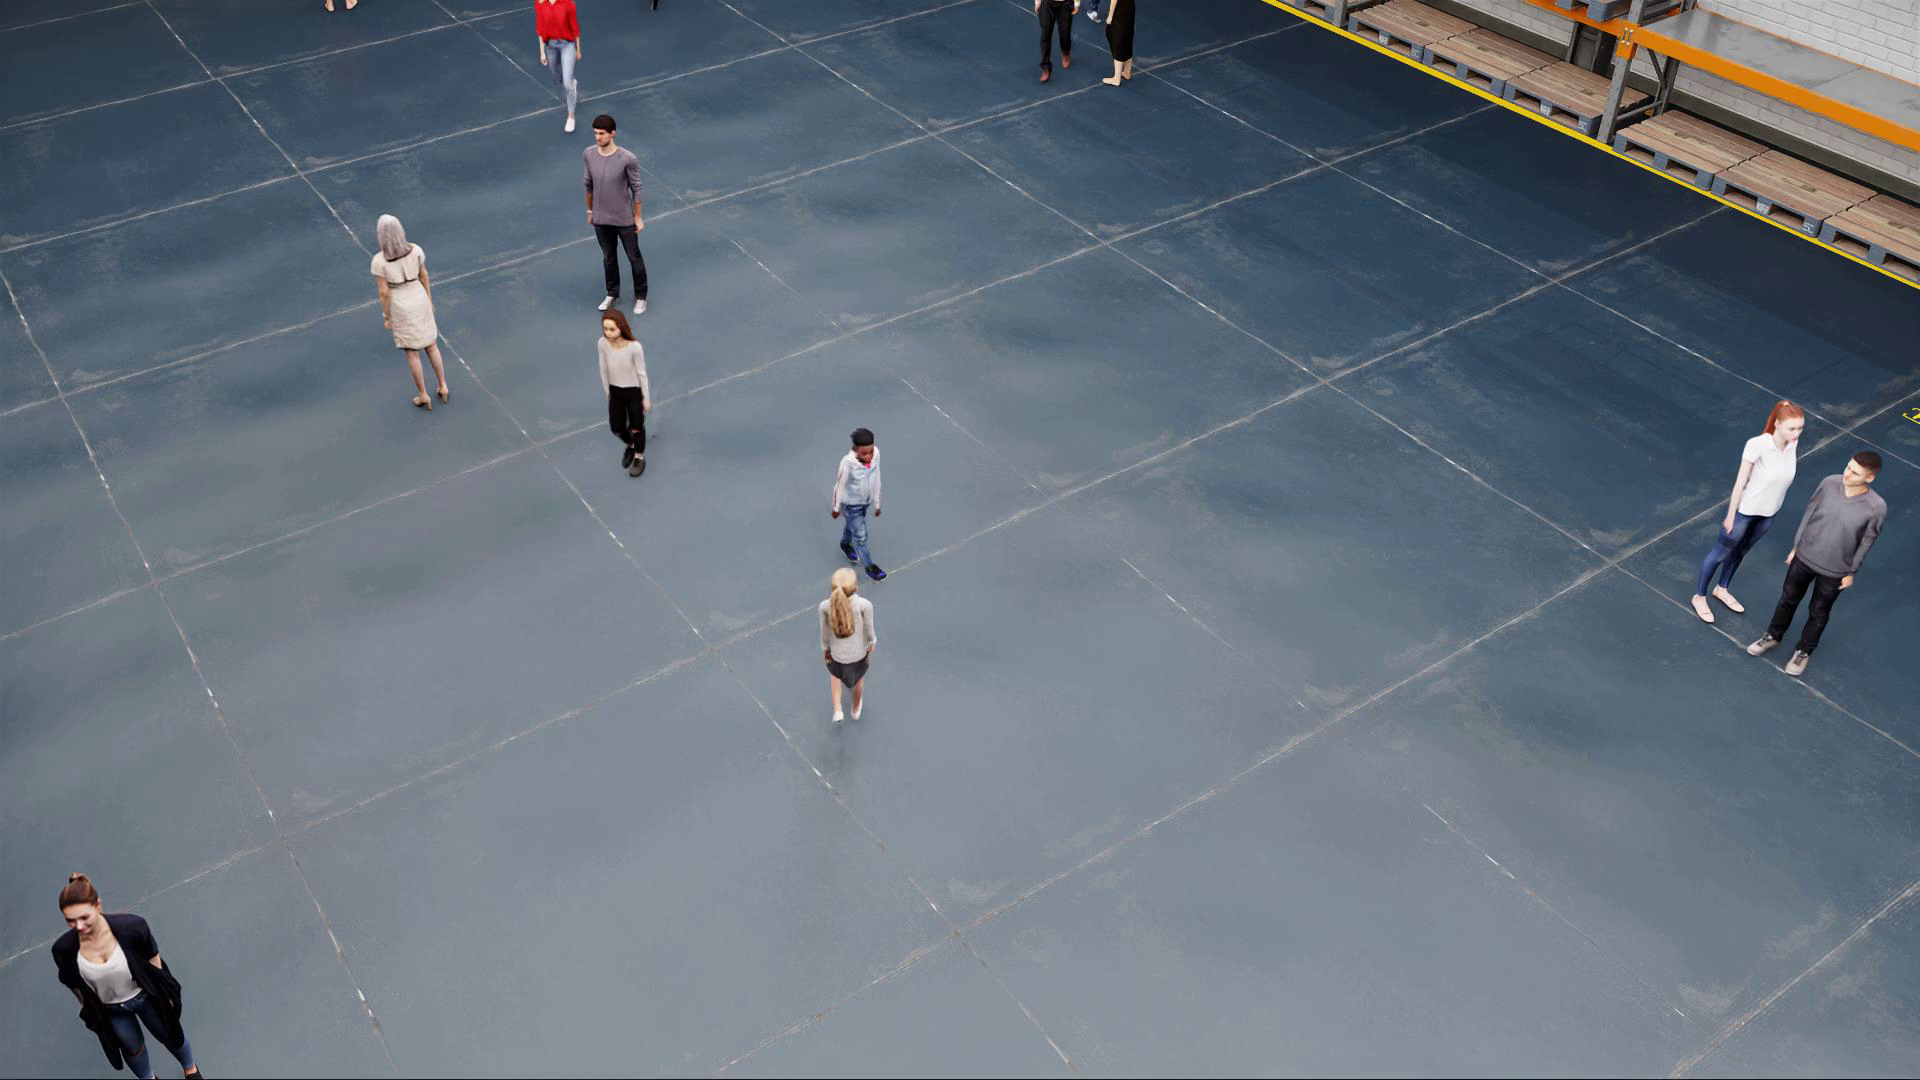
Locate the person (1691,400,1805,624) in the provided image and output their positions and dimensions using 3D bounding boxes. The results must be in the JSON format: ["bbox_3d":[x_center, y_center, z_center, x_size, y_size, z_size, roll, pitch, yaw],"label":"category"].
[{"bbox_3d":[5.450,-0.215,11.474,0.622,1.737,0.610,-12,40,-14],"label":"person"}]

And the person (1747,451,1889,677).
[{"bbox_3d":[5.734,0.128,11.025,0.689,1.761,0.487,-28,46,-31],"label":"person"}]

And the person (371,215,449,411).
[{"bbox_3d":[-4.464,-1.848,13.521,0.606,1.736,0.559,-27,46,-29],"label":"person"}]

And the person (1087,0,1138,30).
[{"bbox_3d":[1.781,-6.969,20.108,0.571,1.517,1.070,-22,44,-25],"label":"person"}]

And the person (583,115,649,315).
[{"bbox_3d":[-3.052,-2.891,14.731,0.718,1.854,0.797,9,39,11],"label":"person"}]

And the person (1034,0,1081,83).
[{"bbox_3d":[1.109,-6.134,18.886,0.963,1.736,1.031,6,39,7],"label":"person"}]

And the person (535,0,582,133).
[{"bbox_3d":[-4.284,-5.296,17.875,0.954,1.688,1.061,1,39,1],"label":"person"}]

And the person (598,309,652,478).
[{"bbox_3d":[-2.553,-1.179,12.891,0.647,1.477,0.703,5,39,6],"label":"person"}]

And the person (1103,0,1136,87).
[{"bbox_3d":[1.837,-5.940,18.732,0.636,1.625,0.620,28,47,31],"label":"person"}]

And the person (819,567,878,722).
[{"bbox_3d":[-0.723,0.713,10.689,0.667,1.266,0.735,2,39,3],"label":"person"}]

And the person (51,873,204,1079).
[{"bbox_3d":[-4.184,2.294,8.375,0.683,1.683,0.636,-14,41,-17],"label":"person"}]

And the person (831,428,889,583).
[{"bbox_3d":[-0.777,-0.329,12.031,0.567,1.221,0.859,-25,45,-28],"label":"person"}]
